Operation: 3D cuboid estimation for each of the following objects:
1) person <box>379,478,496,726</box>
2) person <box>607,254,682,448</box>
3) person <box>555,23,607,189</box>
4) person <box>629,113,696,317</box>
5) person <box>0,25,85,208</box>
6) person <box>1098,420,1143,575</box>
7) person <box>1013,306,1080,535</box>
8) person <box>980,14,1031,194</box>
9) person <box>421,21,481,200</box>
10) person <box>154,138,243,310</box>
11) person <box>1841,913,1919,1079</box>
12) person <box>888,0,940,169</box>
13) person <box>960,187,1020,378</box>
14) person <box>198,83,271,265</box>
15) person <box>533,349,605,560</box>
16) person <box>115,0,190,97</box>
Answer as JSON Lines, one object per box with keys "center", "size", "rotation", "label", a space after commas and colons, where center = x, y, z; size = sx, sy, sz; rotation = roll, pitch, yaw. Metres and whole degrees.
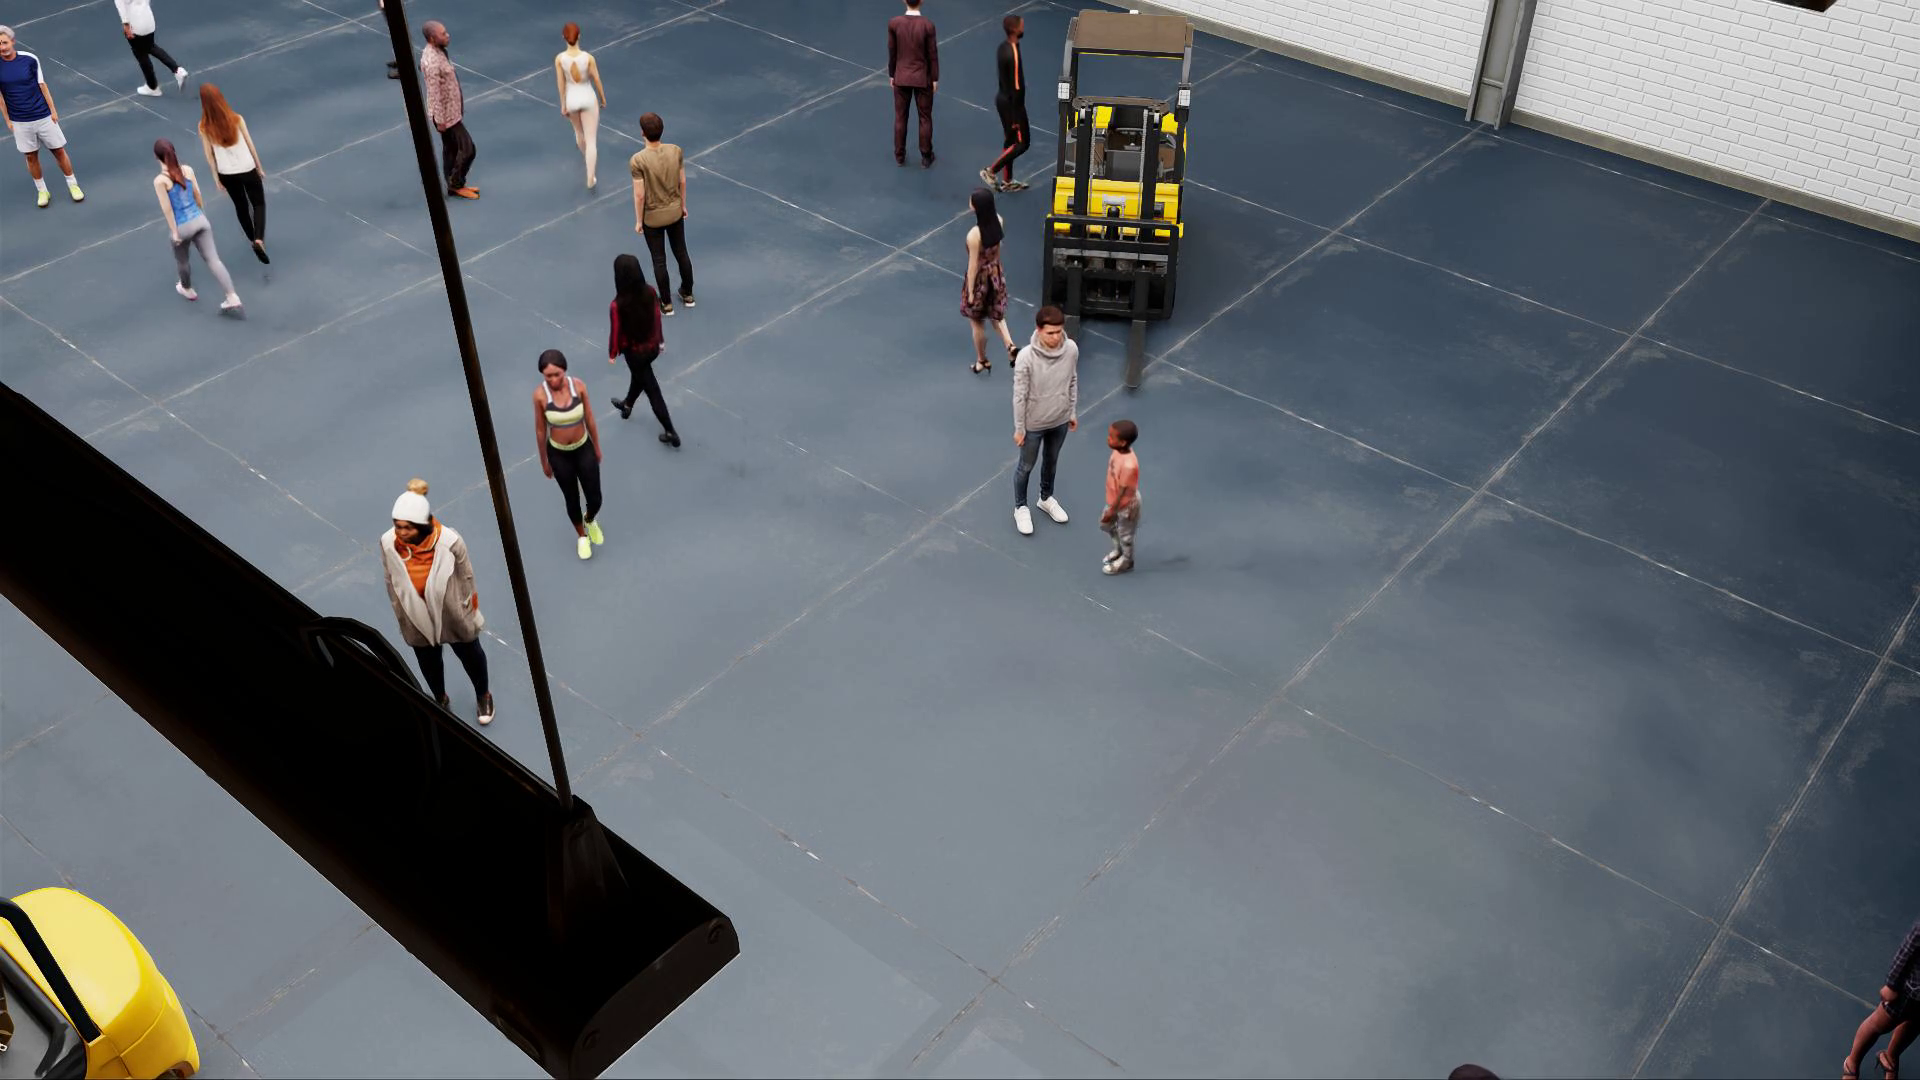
{"center": [-3.274, 0.396, 10.431], "size": [0.823, 1.895, 0.883], "rotation": [-3, 39, -4], "label": "person"}
{"center": [-2.411, -1.421, 12.923], "size": [1.013, 1.622, 0.630], "rotation": [24, 45, 27], "label": "person"}
{"center": [-3.762, -4.274, 16.520], "size": [1.031, 1.593, 1.091], "rotation": [-3, 39, -4], "label": "person"}
{"center": [-2.601, -2.850, 14.529], "size": [0.712, 1.851, 0.633], "rotation": [-26, 45, -29], "label": "person"}
{"center": [-9.034, -4.139, 16.158], "size": [0.708, 1.833, 0.704], "rotation": [-15, 41, -18], "label": "person"}
{"center": [1.218, -0.295, 11.774], "size": [0.650, 1.298, 0.589], "rotation": [-7, 39, -9], "label": "person"}
{"center": [0.612, -0.902, 12.089], "size": [0.751, 1.853, 0.731], "rotation": [-17, 42, -20], "label": "person"}
{"center": [0.408, -4.238, 16.315], "size": [0.919, 1.793, 0.865], "rotation": [-5, 39, -6], "label": "person"}
{"center": [-5.097, -4.165, 16.222], "size": [0.885, 1.794, 0.797], "rotation": [-7, 39, -9], "label": "person"}
{"center": [-6.708, -2.723, 14.596], "size": [1.089, 1.570, 0.621], "rotation": [22, 44, 26], "label": "person"}
{"center": [4.830, 2.208, 8.316], "size": [0.696, 1.703, 0.753], "rotation": [-4, 39, -5], "label": "person"}
{"center": [-0.473, -4.673, 16.806], "size": [0.701, 1.859, 0.824], "rotation": [7, 39, 8], "label": "person"}
{"center": [0.273, -2.053, 13.604], "size": [0.812, 1.762, 0.627], "rotation": [27, 46, 29], "label": "person"}
{"center": [-6.611, -3.327, 15.245], "size": [0.922, 1.703, 1.047], "rotation": [-9, 40, -11], "label": "person"}
{"center": [-2.785, -0.657, 11.872], "size": [0.706, 1.741, 0.754], "rotation": [-12, 40, -14], "label": "person"}
{"center": [-8.898, -5.689, 18.128], "size": [1.015, 1.797, 0.865], "rotation": [9, 40, 11], "label": "person"}
